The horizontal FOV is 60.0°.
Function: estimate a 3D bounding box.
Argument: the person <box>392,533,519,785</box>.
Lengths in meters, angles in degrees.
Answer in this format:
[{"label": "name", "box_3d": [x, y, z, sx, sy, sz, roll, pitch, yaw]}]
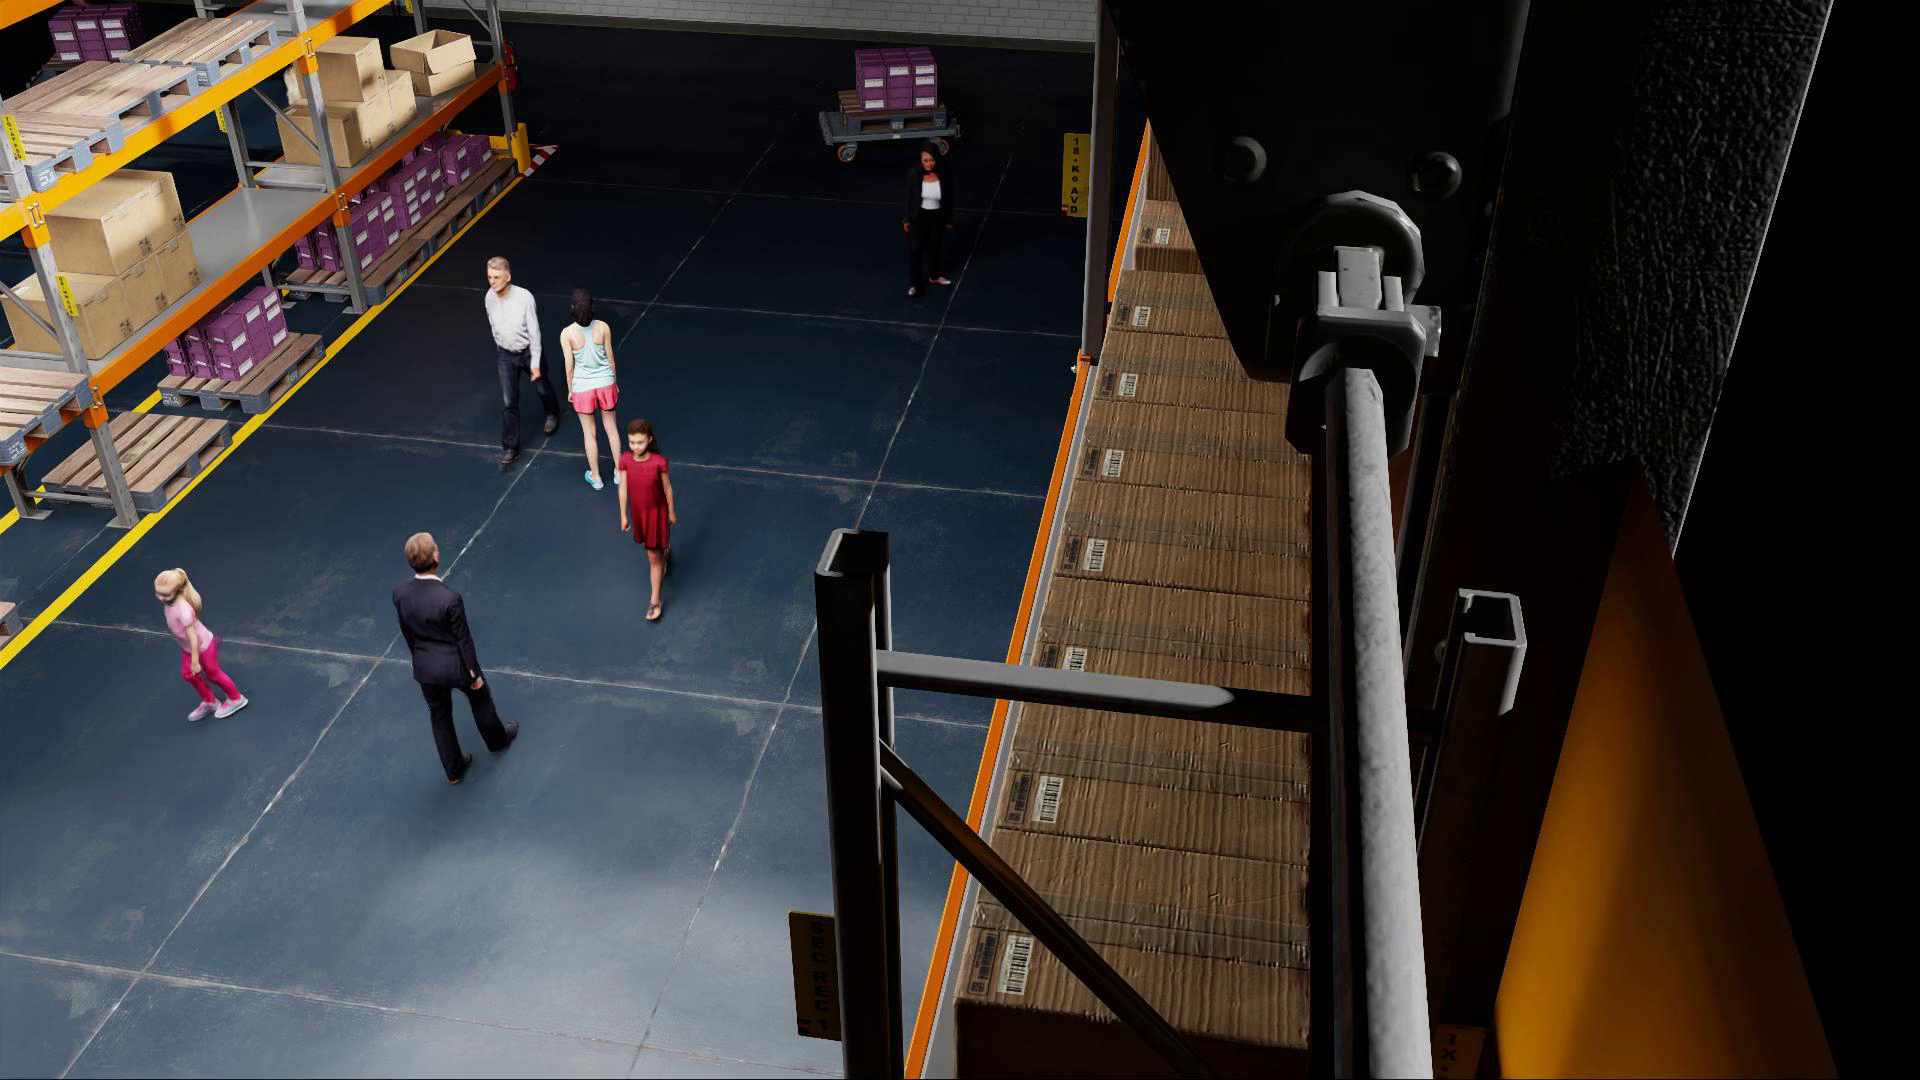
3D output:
[{"label": "person", "box_3d": [-3.289, 0.797, 10.479, 0.764, 1.804, 0.877, 9, 35, 13]}]

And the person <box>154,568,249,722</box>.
[{"label": "person", "box_3d": [-5.086, 0.674, 11.164, 0.705, 1.250, 0.632, -25, 41, -33]}]

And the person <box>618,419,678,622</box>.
[{"label": "person", "box_3d": [-2.286, -0.253, 12.309, 0.582, 1.526, 1.054, 4, 34, 6]}]

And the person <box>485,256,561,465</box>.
[{"label": "person", "box_3d": [-3.679, -1.608, 14.123, 0.671, 1.776, 1.177, 4, 34, 7]}]

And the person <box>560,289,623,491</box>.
[{"label": "person", "box_3d": [-2.988, -1.236, 13.571, 0.696, 1.765, 0.738, -14, 36, -20]}]

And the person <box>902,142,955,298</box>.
[{"label": "person", "box_3d": [-0.321, -3.270, 16.775, 0.836, 1.607, 0.856, -14, 36, -20]}]
